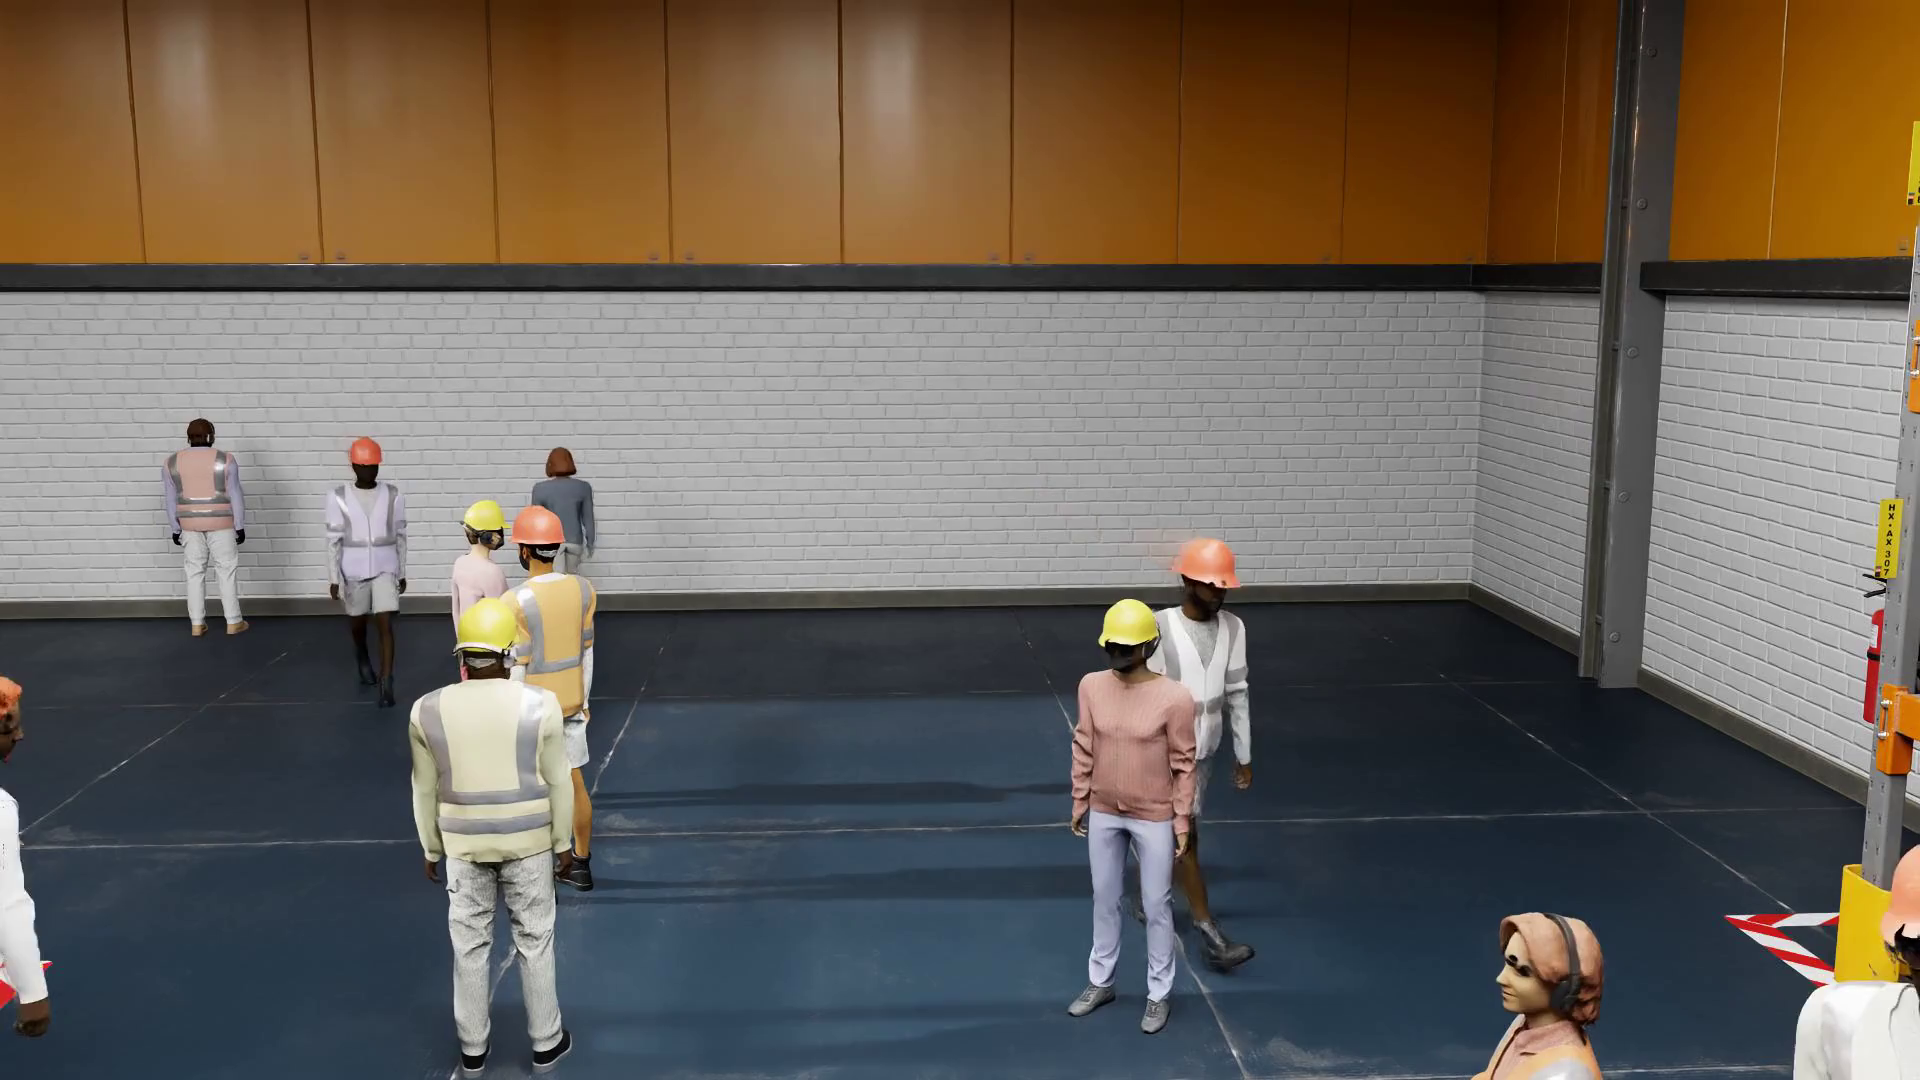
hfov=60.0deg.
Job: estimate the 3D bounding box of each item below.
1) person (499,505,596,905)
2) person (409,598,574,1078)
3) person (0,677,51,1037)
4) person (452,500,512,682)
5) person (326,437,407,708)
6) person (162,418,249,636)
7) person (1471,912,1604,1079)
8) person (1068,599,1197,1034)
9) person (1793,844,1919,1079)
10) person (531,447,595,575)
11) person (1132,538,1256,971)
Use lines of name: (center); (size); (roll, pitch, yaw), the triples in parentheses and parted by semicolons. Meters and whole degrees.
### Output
person: (-2.006, 0.797, 8.035); (0.357, 1.938, 0.545); (6, 11, 34)
person: (-1.749, 1.131, 6.298); (0.586, 1.822, 0.403); (-1, 9, -5)
person: (-3.061, 1.314, 5.036); (0.597, 1.855, 0.497); (6, 11, 35)
person: (-2.687, 0.652, 9.485); (0.317, 1.767, 0.535); (-8, 12, -43)
person: (-4.262, 0.191, 11.984); (0.553, 1.900, 0.988); (-4, 10, -23)
person: (-6.342, -0.106, 14.030); (0.621, 1.838, 0.429); (-1, 9, -8)
person: (1.297, 1.625, 3.756); (0.308, 1.645, 0.516); (2, 9, 11)
person: (0.678, 1.100, 6.677); (0.533, 1.765, 0.329); (5, 10, 30)
person: (1.812, 1.528, 3.118); (0.379, 2.043, 0.608); (-8, 12, -42)
person: (-3.361, 0.022, 13.940); (0.506, 1.606, 0.709); (-6, 11, -32)
person: (1.062, 0.929, 7.357); (0.559, 1.879, 1.005); (-5, 10, -29)
